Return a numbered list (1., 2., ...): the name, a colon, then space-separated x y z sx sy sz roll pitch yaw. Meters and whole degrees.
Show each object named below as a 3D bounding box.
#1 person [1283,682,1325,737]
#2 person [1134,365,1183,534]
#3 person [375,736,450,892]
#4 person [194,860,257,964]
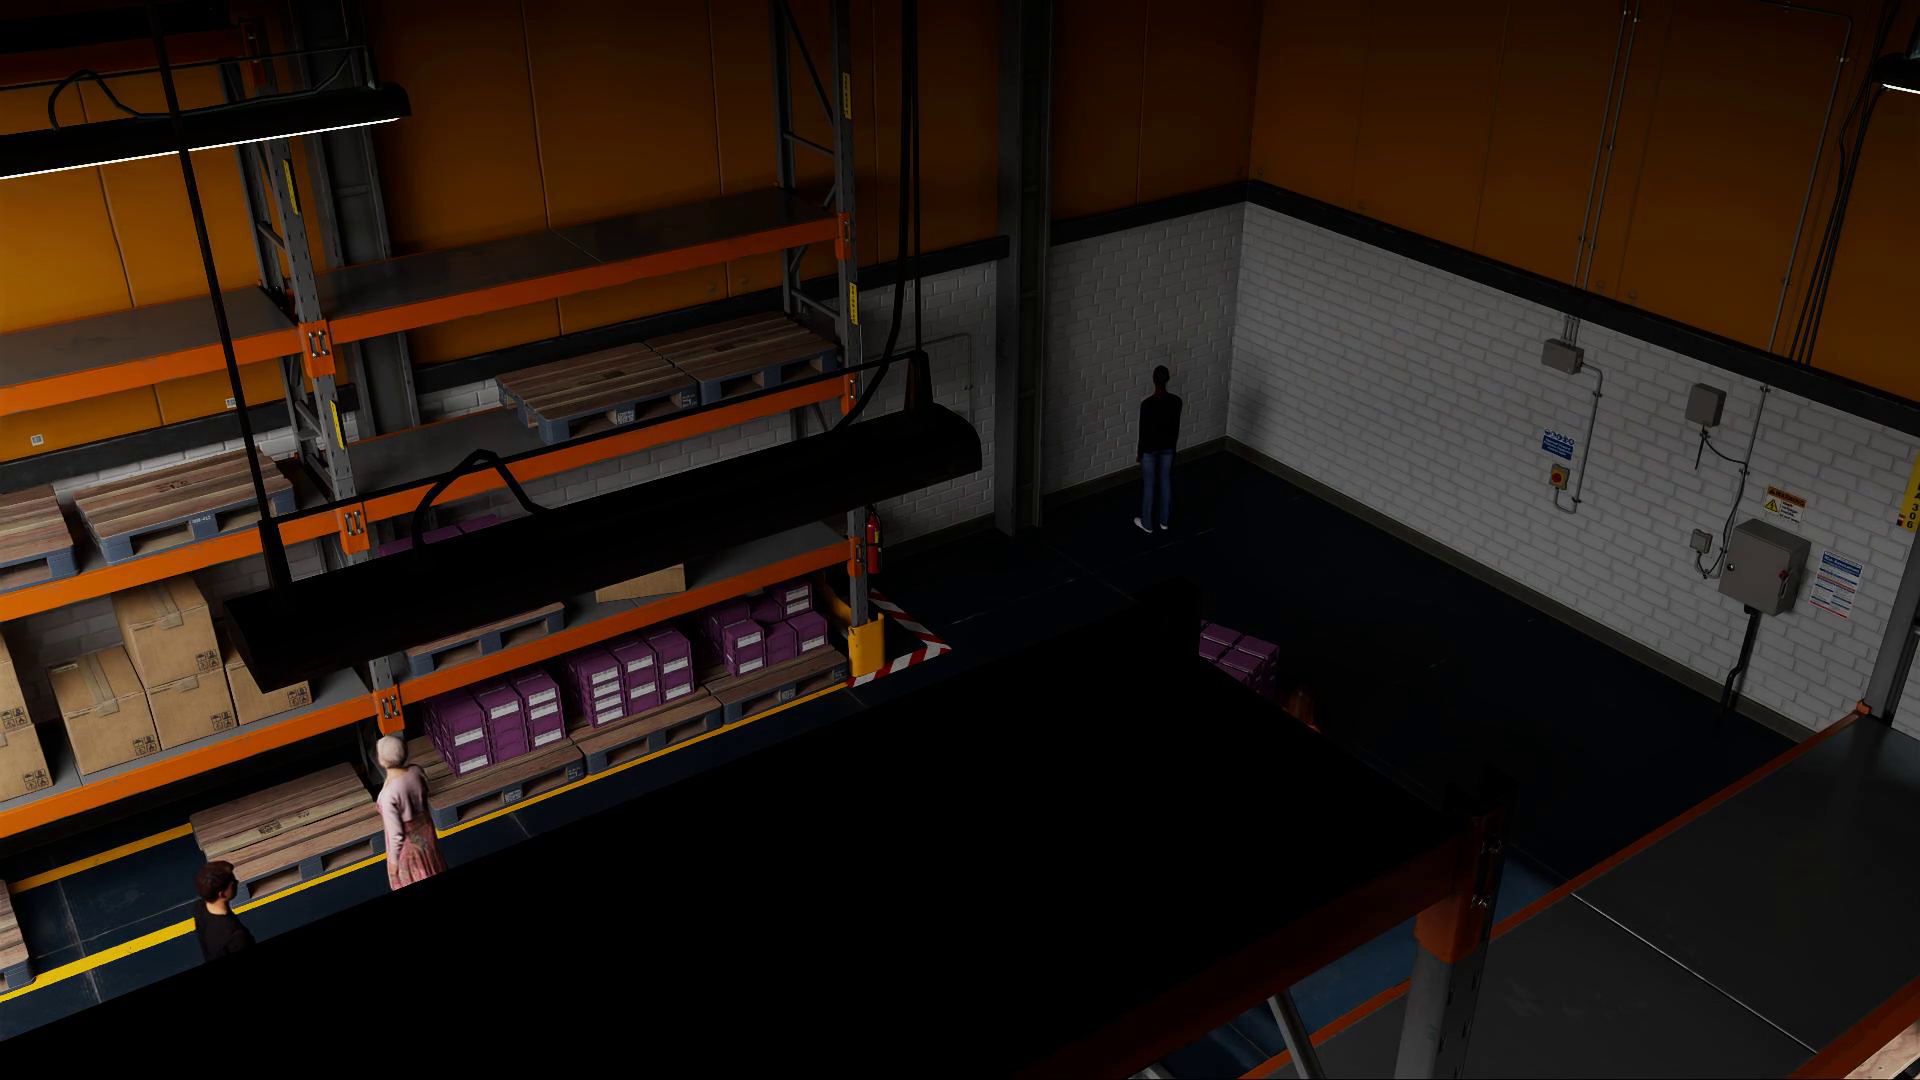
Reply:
1. person: 2.340 1.724 11.696 0.560 1.701 0.625 -22 35 -34
2. person: 1.964 -0.903 16.462 0.565 1.750 0.711 -9 30 -16
3. person: -3.668 2.029 11.147 0.764 1.691 0.686 8 30 15
4. person: -4.280 2.656 9.821 0.701 1.860 0.666 22 35 34
